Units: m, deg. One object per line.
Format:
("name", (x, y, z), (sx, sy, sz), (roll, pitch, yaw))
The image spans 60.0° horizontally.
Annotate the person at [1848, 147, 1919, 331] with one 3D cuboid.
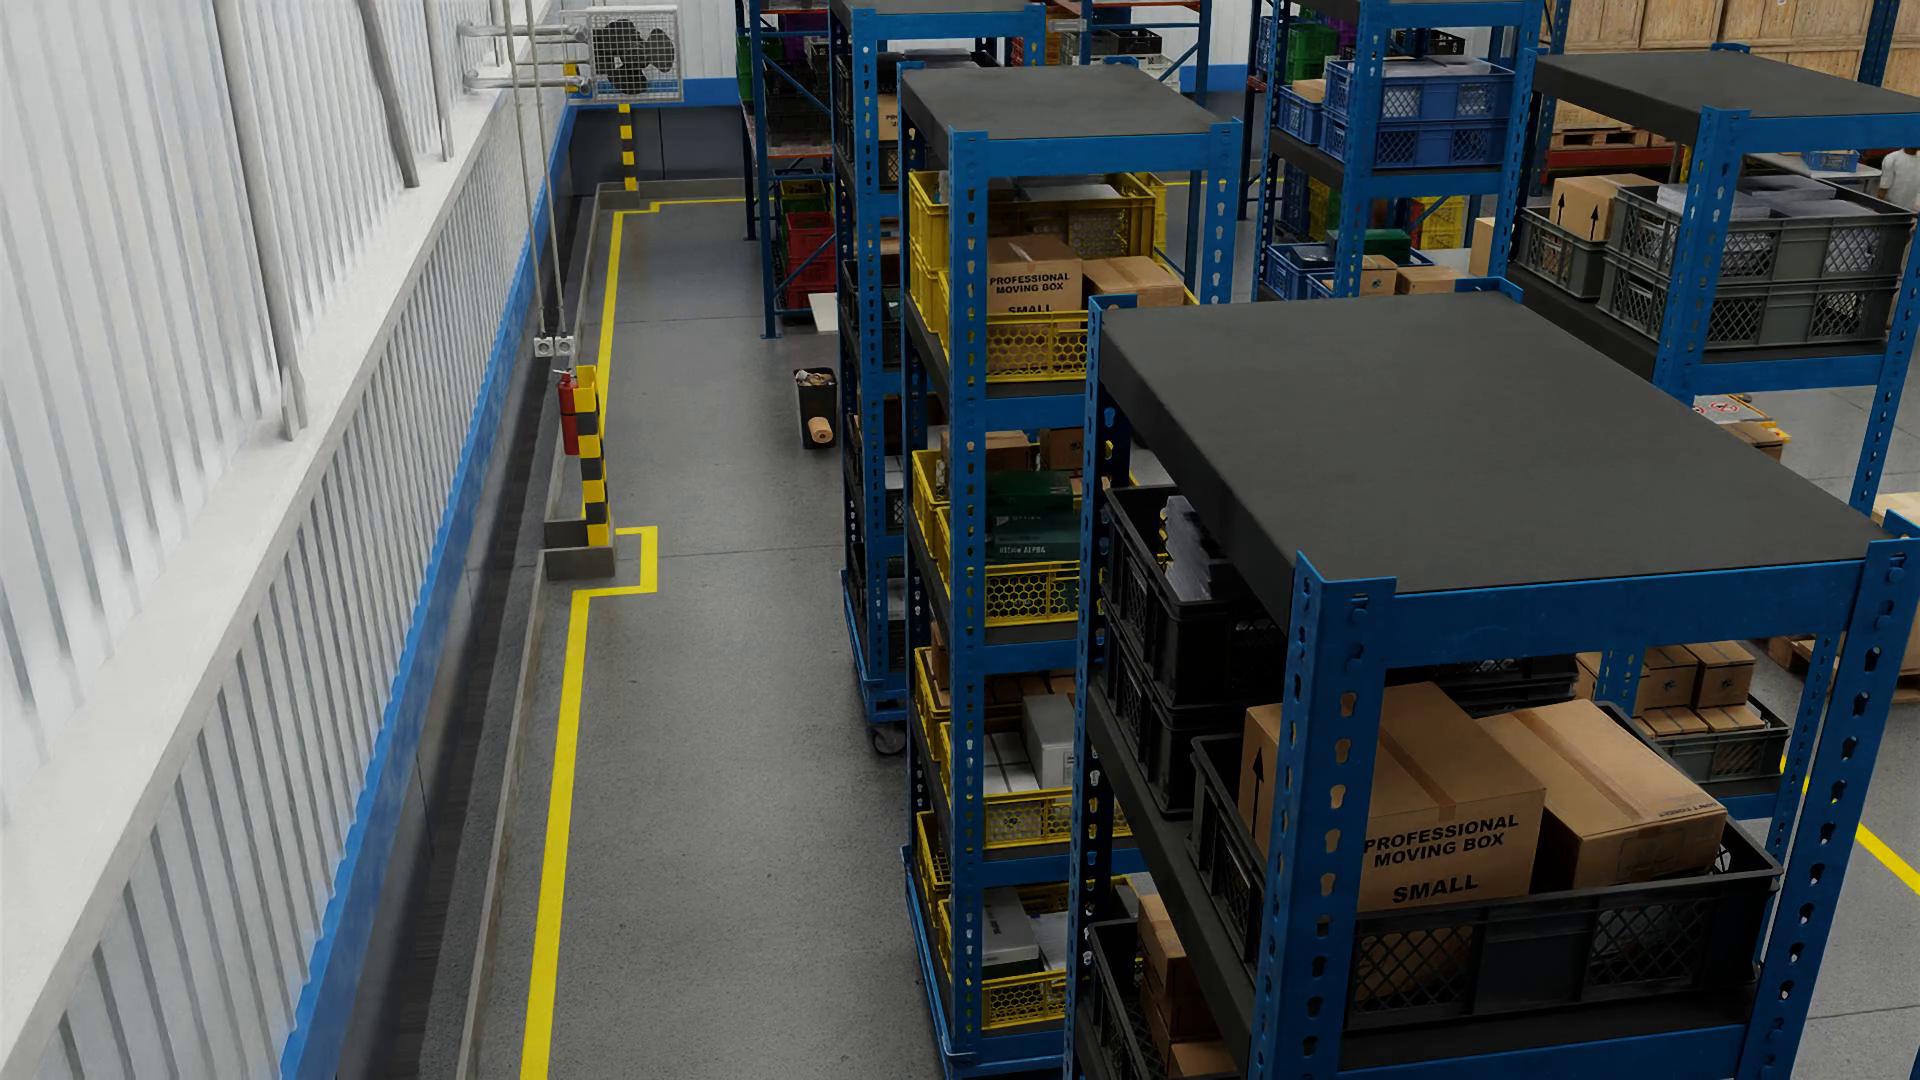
("person", (7.976, -2.690, 14.221), (0.514, 1.865, 0.327), (-13, 28, -26))
